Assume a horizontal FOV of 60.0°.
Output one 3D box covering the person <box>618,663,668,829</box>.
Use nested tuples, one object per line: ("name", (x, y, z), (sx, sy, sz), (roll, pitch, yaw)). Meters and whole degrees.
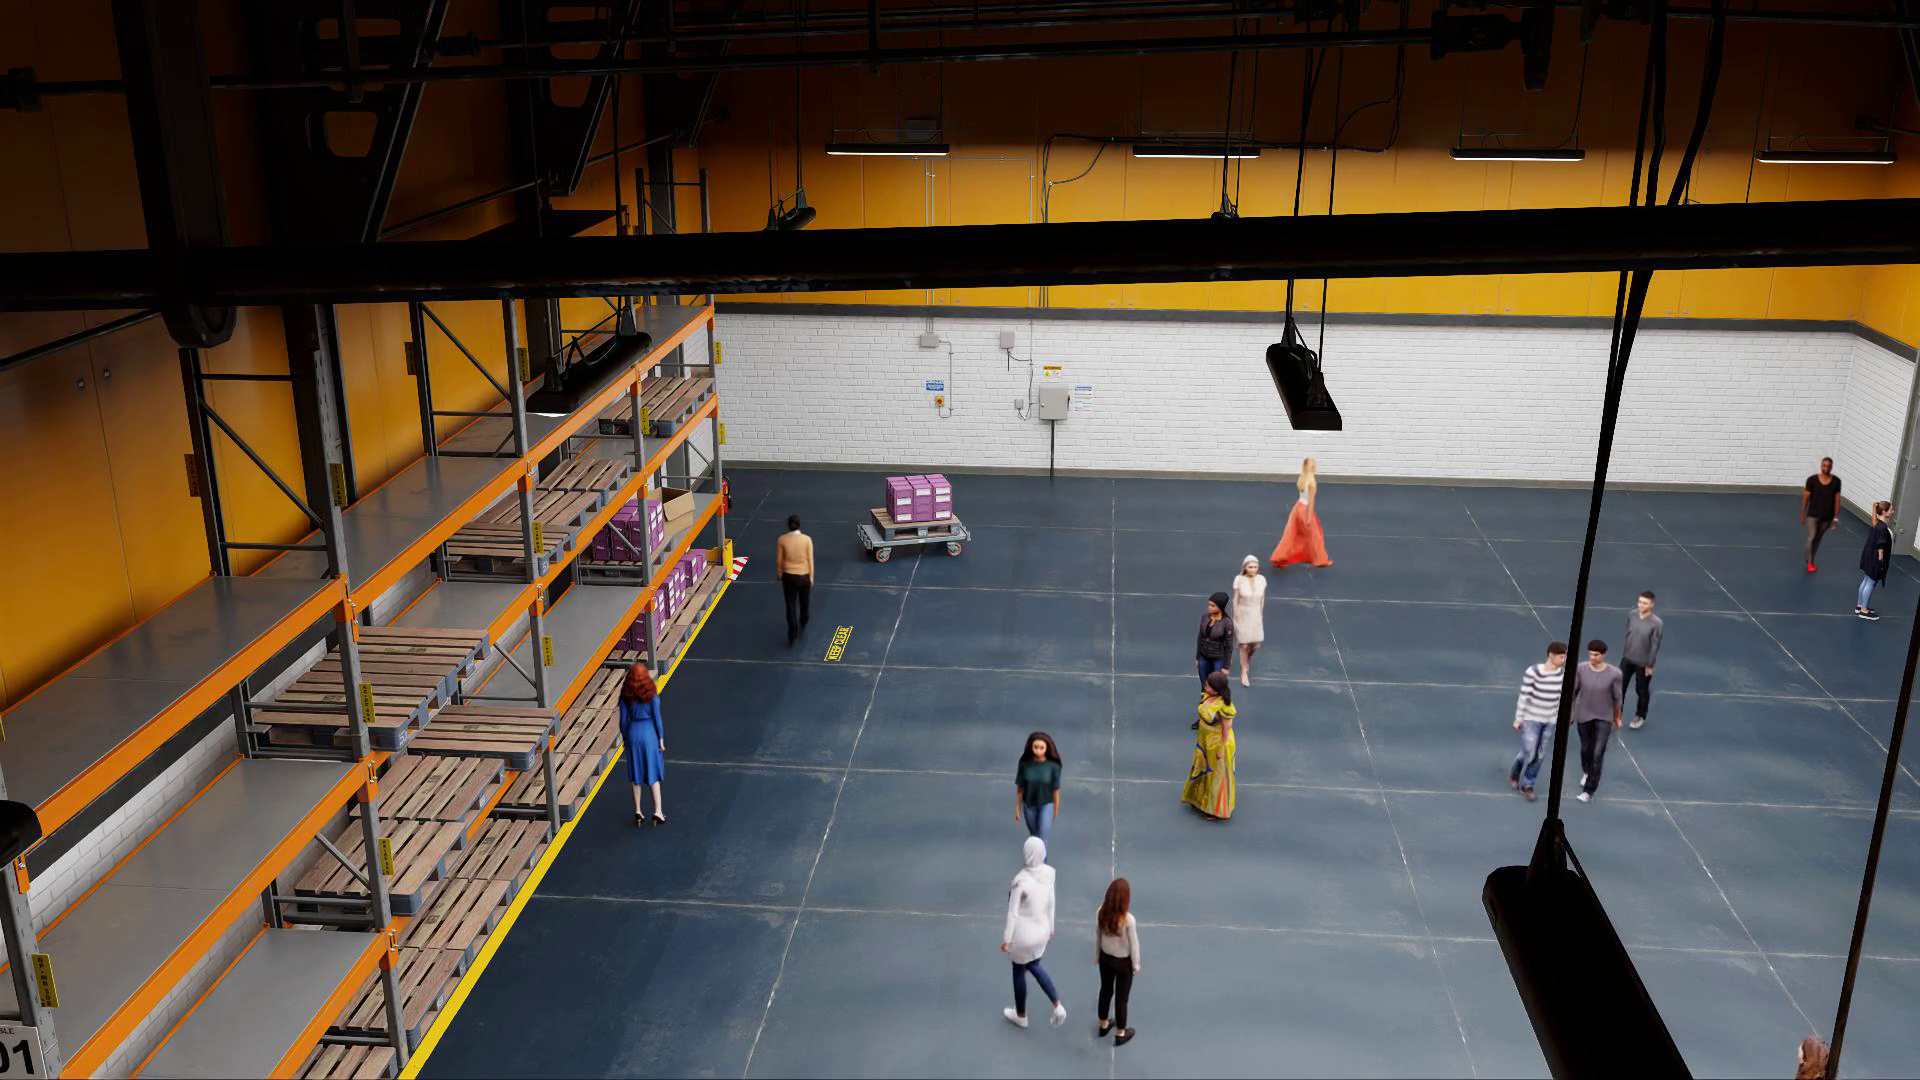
("person", (-3.317, 2.148, 17.359), (0.618, 1.828, 0.587), (3, 19, 9))

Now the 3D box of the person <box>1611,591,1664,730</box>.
("person", (8.076, 1.414, 19.682), (1.028, 1.736, 0.972), (-15, 24, -37))

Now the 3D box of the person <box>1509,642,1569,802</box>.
("person", (6.243, 1.918, 18.039), (0.757, 1.829, 0.787), (-1, 19, -3))

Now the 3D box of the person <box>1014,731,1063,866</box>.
("person", (0.783, 2.601, 16.395), (0.728, 1.585, 1.033), (6, 20, 17))

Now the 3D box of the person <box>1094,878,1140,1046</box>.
("person", (1.294, 3.502, 13.875), (0.624, 1.485, 0.646), (14, 23, 35))

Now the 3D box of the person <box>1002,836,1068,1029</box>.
("person", (0.650, 3.342, 13.920), (0.947, 1.759, 1.008), (-16, 24, -39))

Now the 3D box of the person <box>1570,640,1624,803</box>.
("person", (6.950, 1.901, 18.124), (1.045, 1.808, 1.227), (10, 21, 27))

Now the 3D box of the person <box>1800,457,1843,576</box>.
("person", (12.907, -0.382, 24.989), (0.795, 1.753, 1.214), (5, 19, 15))

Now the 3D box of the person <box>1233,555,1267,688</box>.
("person", (3.587, 0.996, 20.941), (0.676, 1.725, 0.760), (-3, 19, -8))

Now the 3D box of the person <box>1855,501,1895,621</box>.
("person", (12.755, 0.260, 23.192), (0.737, 1.684, 0.573), (6, 20, 17))

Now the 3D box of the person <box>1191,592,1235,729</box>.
("person", (3.001, 1.428, 19.612), (0.733, 1.756, 0.692), (-18, 25, -42))

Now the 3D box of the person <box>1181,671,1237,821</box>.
("person", (2.703, 2.144, 17.635), (1.054, 1.659, 0.934), (-8, 20, -22))

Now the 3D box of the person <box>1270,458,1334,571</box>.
("person", (5.054, -0.348, 24.887), (1.031, 1.753, 1.275), (-5, 19, -15))

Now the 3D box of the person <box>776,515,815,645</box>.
("person", (-2.213, 0.551, 22.287), (0.745, 1.710, 1.160), (0, 19, -1))
